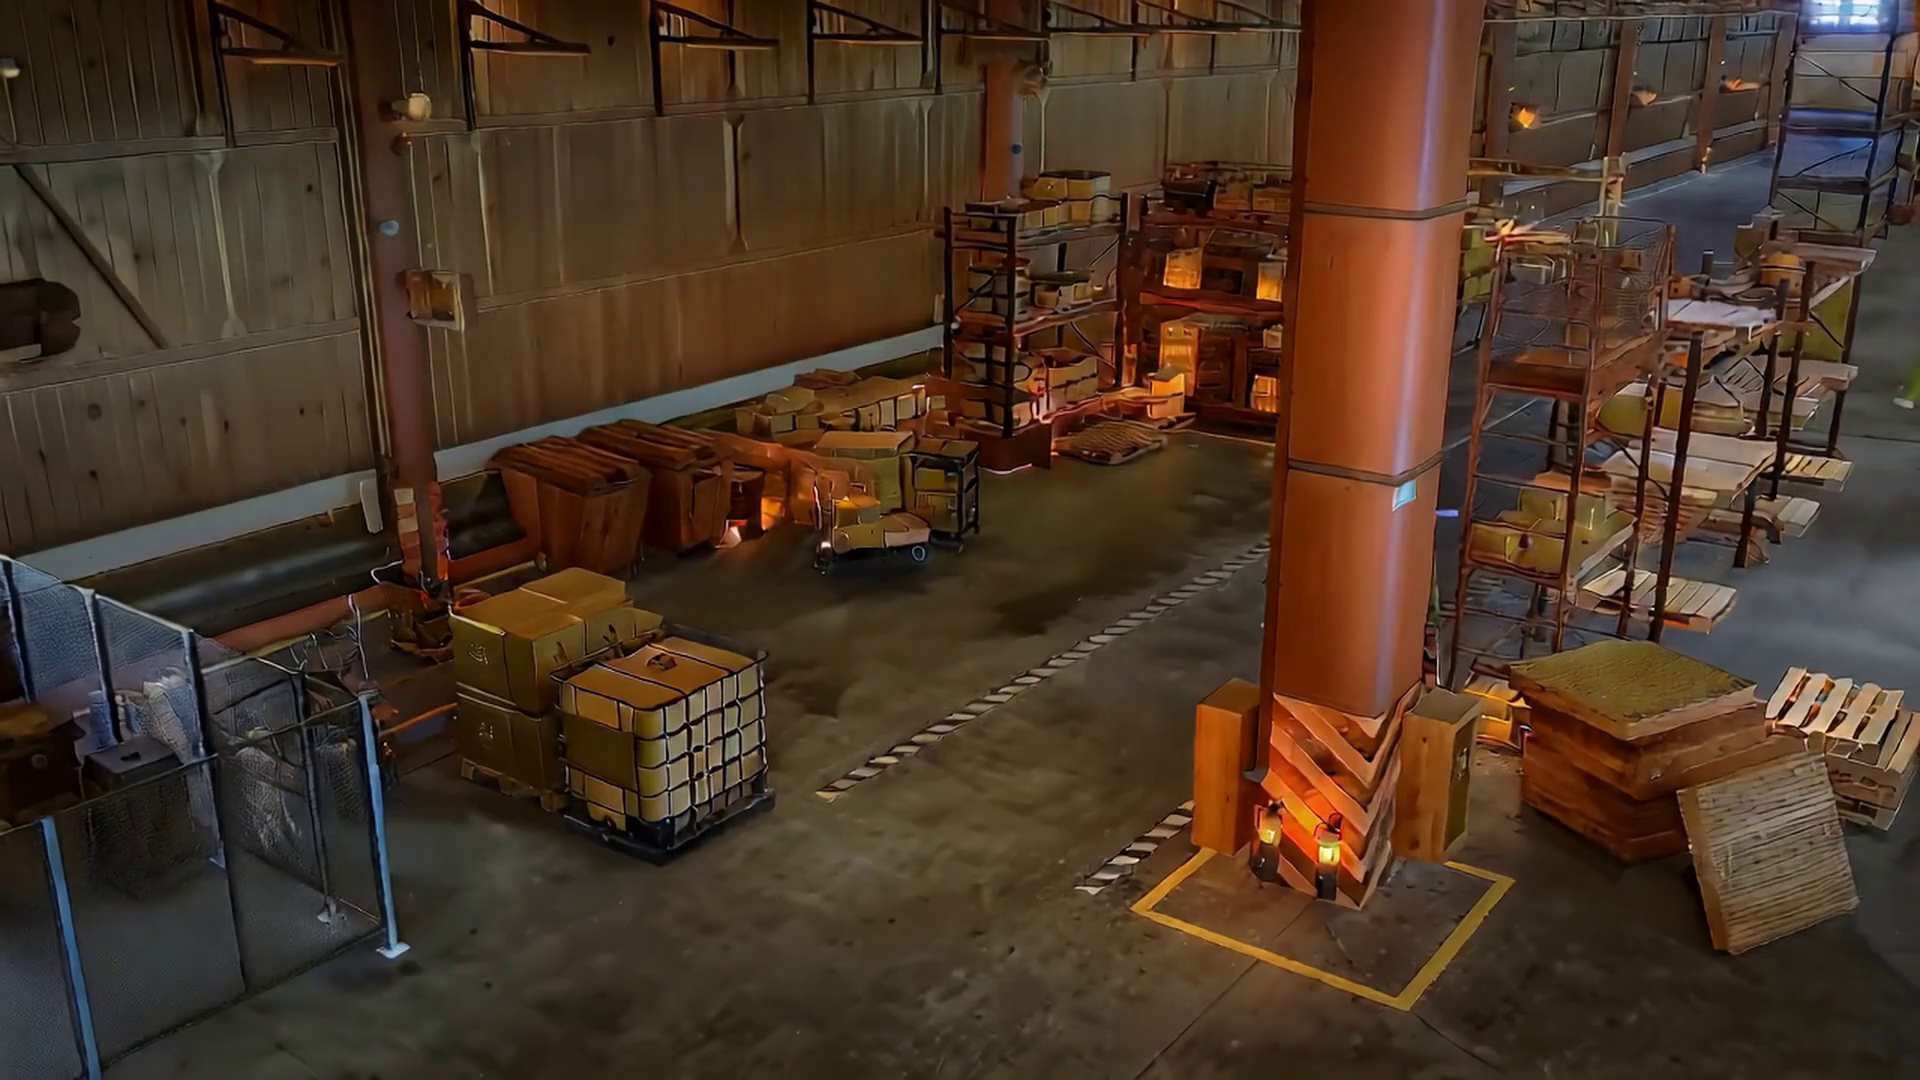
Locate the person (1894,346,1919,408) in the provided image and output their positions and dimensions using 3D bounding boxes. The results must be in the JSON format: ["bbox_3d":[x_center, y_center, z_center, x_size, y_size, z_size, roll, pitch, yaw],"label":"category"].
[{"bbox_3d":[13.920,-2.726,23.565,0.661,1.873,1.009,-10,21,-28],"label":"person"}]
